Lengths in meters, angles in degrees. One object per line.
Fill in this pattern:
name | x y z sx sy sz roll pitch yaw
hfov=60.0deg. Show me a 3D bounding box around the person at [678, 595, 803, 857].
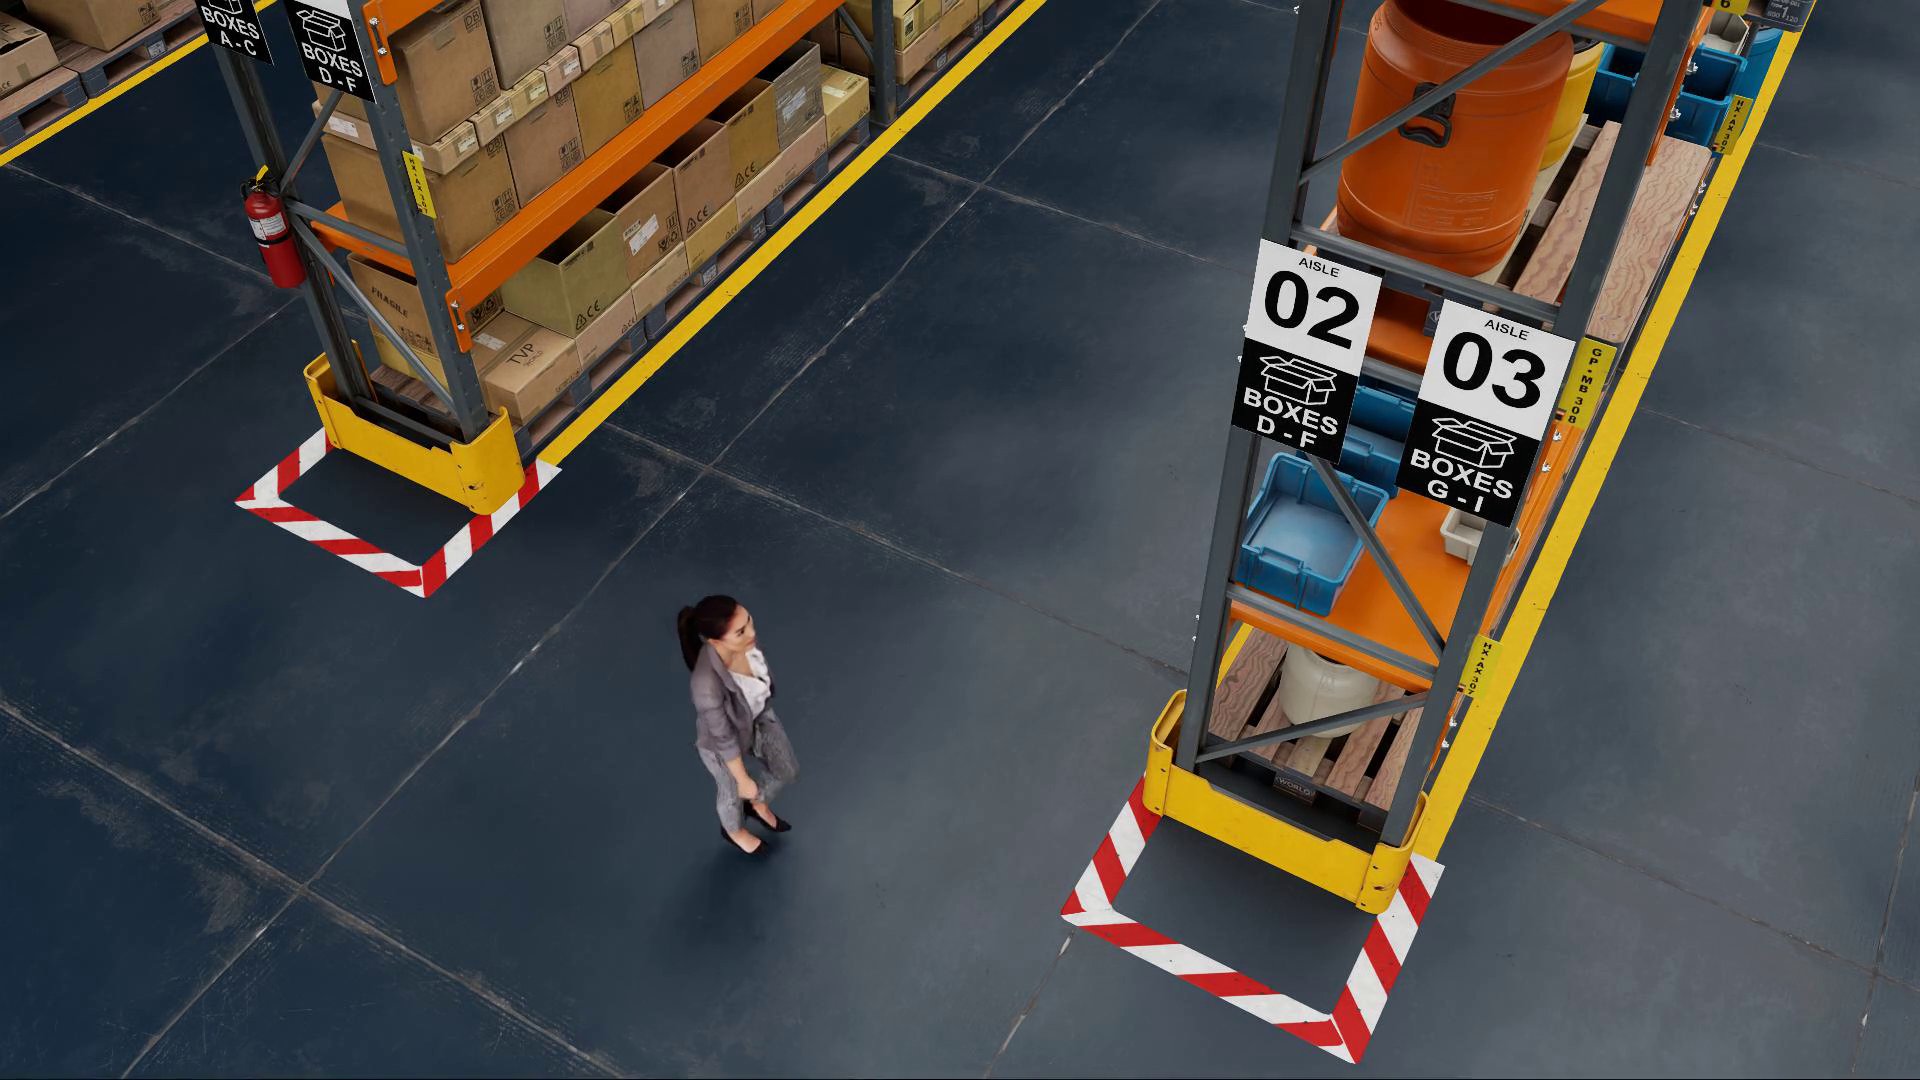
person | -0.982 0.788 6.772 0.723 1.664 0.595 14 49 13
